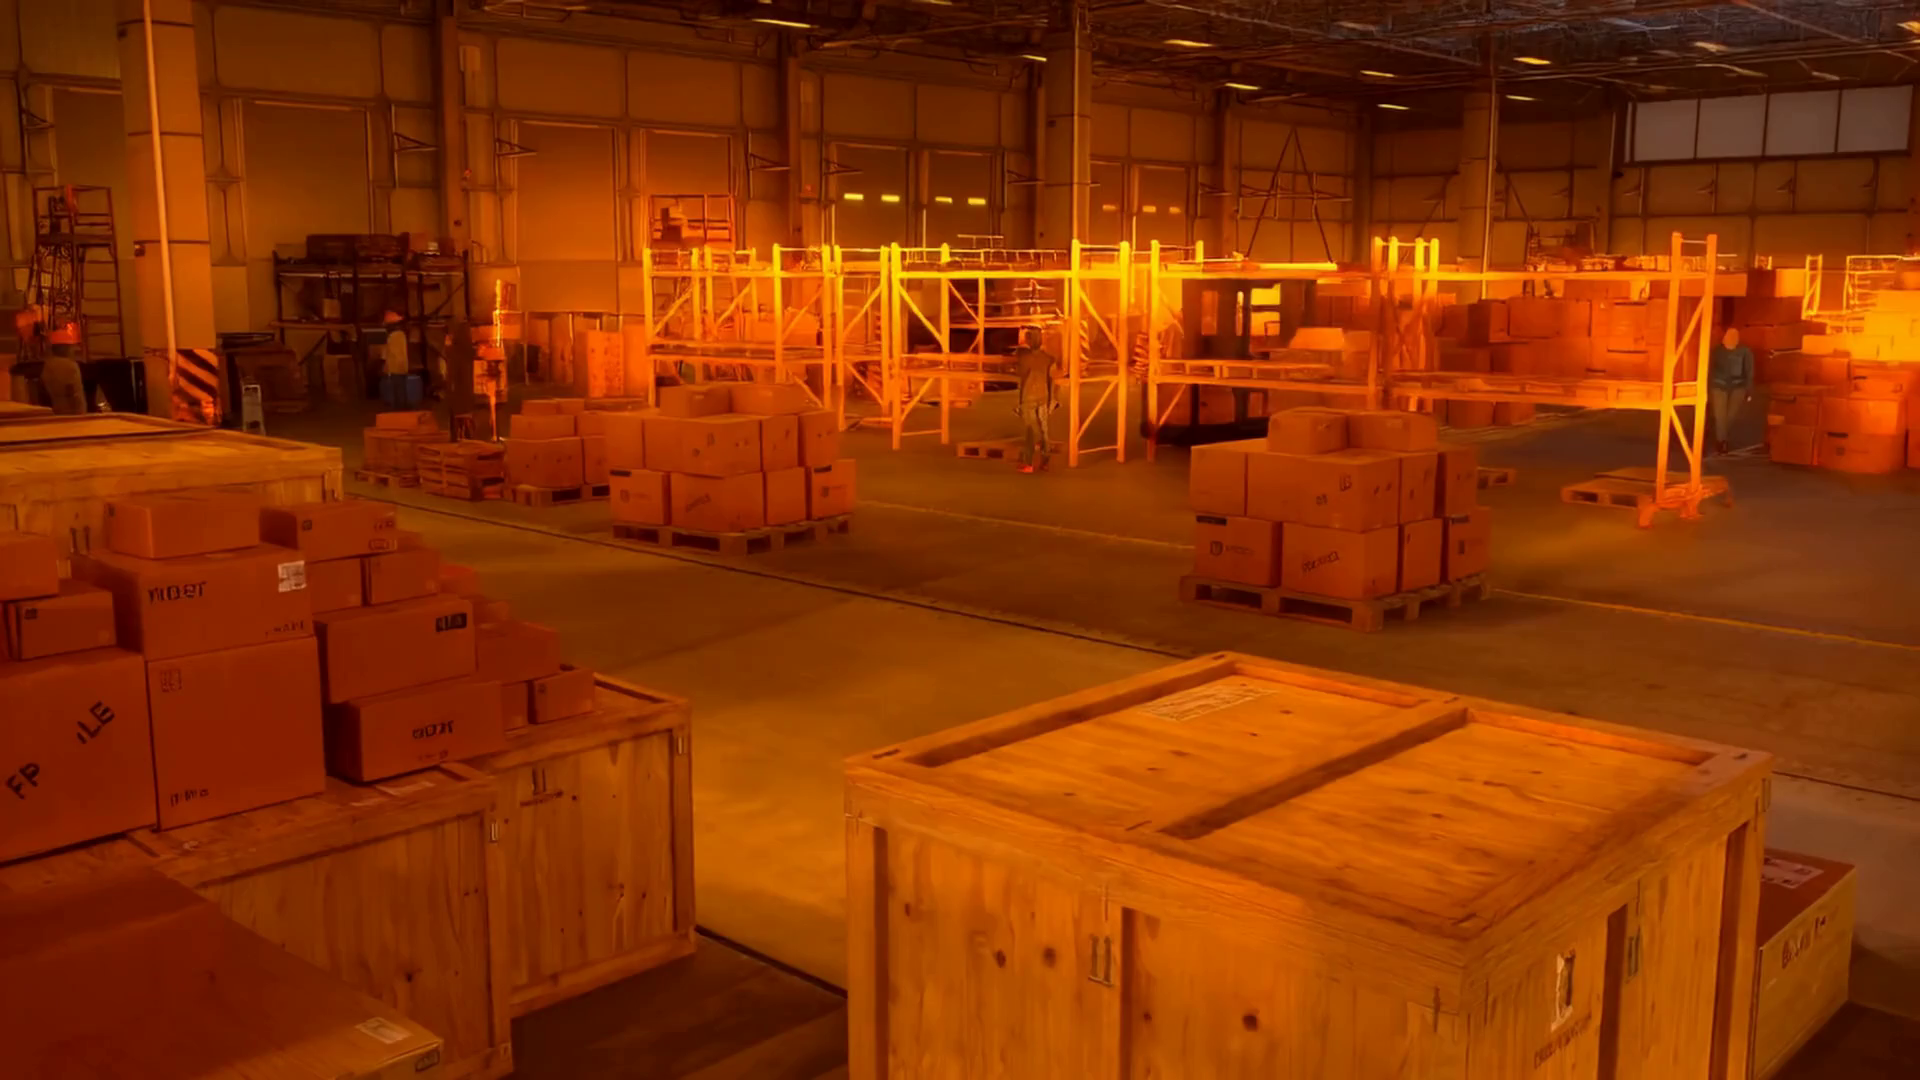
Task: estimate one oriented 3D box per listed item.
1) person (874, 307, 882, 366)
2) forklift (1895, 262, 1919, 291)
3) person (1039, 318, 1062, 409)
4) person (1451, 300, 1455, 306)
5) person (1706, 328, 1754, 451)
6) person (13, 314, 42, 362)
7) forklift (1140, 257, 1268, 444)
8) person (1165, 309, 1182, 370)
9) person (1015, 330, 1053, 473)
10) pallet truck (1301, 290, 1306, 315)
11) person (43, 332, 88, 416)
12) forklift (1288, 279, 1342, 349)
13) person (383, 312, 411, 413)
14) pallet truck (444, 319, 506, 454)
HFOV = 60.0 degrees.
[{"bbox_3d":[-2.145,-5.381,44.364,0.315,1.633,0.522,0,9,-1],"label":"person"},{"bbox_3d":[23.015,-5.318,40.151,1.129,2.768,1.873,3,10,18],"label":"forklift"},{"bbox_3d":[1.732,-3.331,31.475,0.488,1.736,0.323,-5,11,-29],"label":"person"},{"bbox_3d":[15.954,-6.956,53.914,0.852,1.649,0.585,-3,10,-20],"label":"person"},{"bbox_3d":[11.282,-2.205,24.401,0.646,1.793,0.954,3,10,17],"label":"person"},{"bbox_3d":[-14.789,-2.616,26.464,0.379,1.937,0.548,-6,11,-31],"label":"person"},{"bbox_3d":[3.789,-2.940,25.571,1.873,2.768,1.129,-7,12,-39],"label":"forklift"},{"bbox_3d":[3.988,-3.219,30.168,0.635,1.936,0.352,-5,10,-28],"label":"person"},{"bbox_3d":[0.969,-1.796,21.668,0.515,1.865,0.329,-4,10,-22],"label":"person"},{"bbox_3d":[11.297,-6.951,52.861,1.885,1.965,0.823,-5,11,-29],"label":"pallet truck"},{"bbox_3d":[-10.741,-1.540,20.024,0.646,1.898,0.422,5,10,27],"label":"person"},{"bbox_3d":[9.145,-5.999,44.327,1.873,2.768,1.129,9,13,43],"label":"forklift"},{"bbox_3d":[-9.460,-2.849,27.920,0.371,1.929,0.585,1,9,6],"label":"person"},{"bbox_3d":[-6.981,-1.942,22.150,1.885,1.965,0.823,1,9,9],"label":"pallet truck"}]
